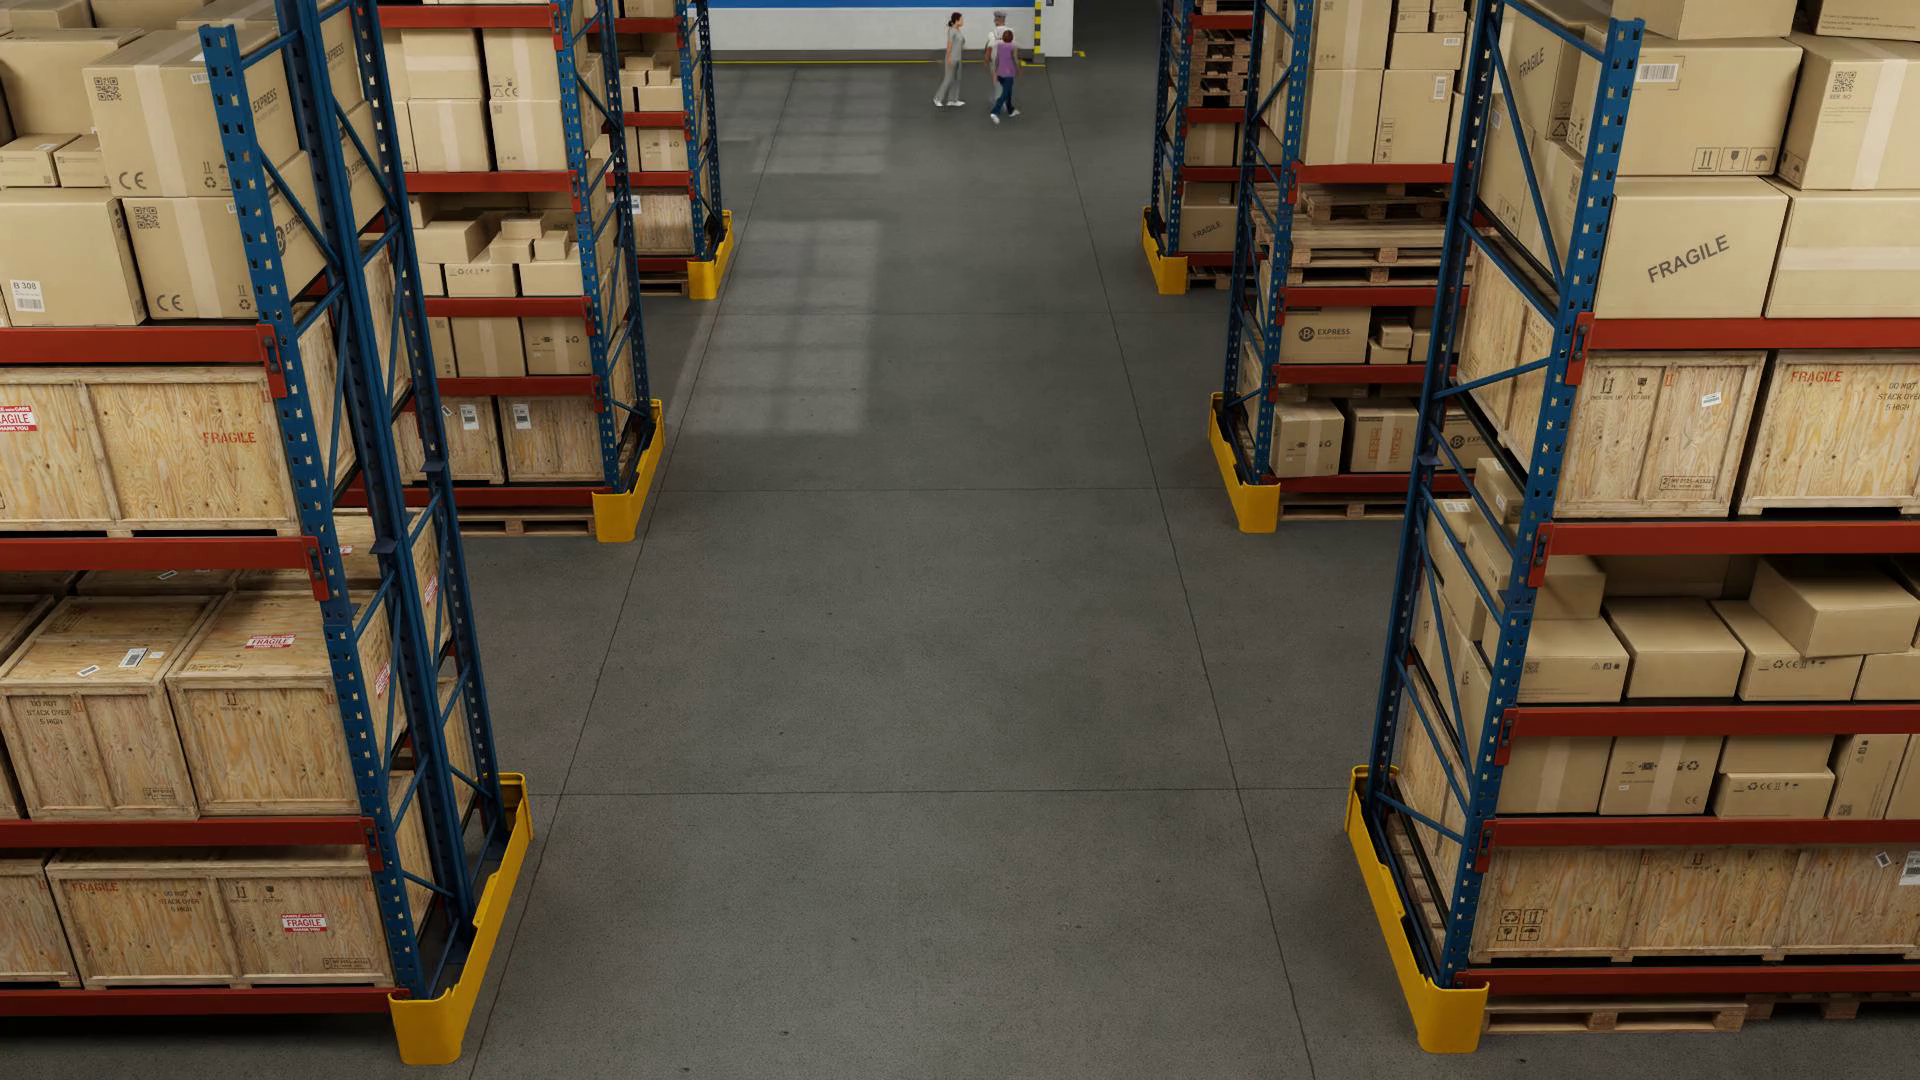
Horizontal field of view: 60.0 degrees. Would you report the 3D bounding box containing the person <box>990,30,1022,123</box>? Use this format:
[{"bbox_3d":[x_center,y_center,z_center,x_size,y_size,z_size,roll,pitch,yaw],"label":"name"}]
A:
[{"bbox_3d":[0.807,-8.189,29.327,0.422,1.547,0.999,21,35,33],"label":"person"}]

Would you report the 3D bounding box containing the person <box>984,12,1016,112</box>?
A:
[{"bbox_3d":[0.689,-8.662,30.054,0.573,1.719,0.947,-17,33,-29],"label":"person"}]

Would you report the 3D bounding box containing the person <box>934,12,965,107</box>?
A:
[{"bbox_3d":[-0.203,-8.763,30.315,0.554,1.663,0.493,11,30,19],"label":"person"}]
